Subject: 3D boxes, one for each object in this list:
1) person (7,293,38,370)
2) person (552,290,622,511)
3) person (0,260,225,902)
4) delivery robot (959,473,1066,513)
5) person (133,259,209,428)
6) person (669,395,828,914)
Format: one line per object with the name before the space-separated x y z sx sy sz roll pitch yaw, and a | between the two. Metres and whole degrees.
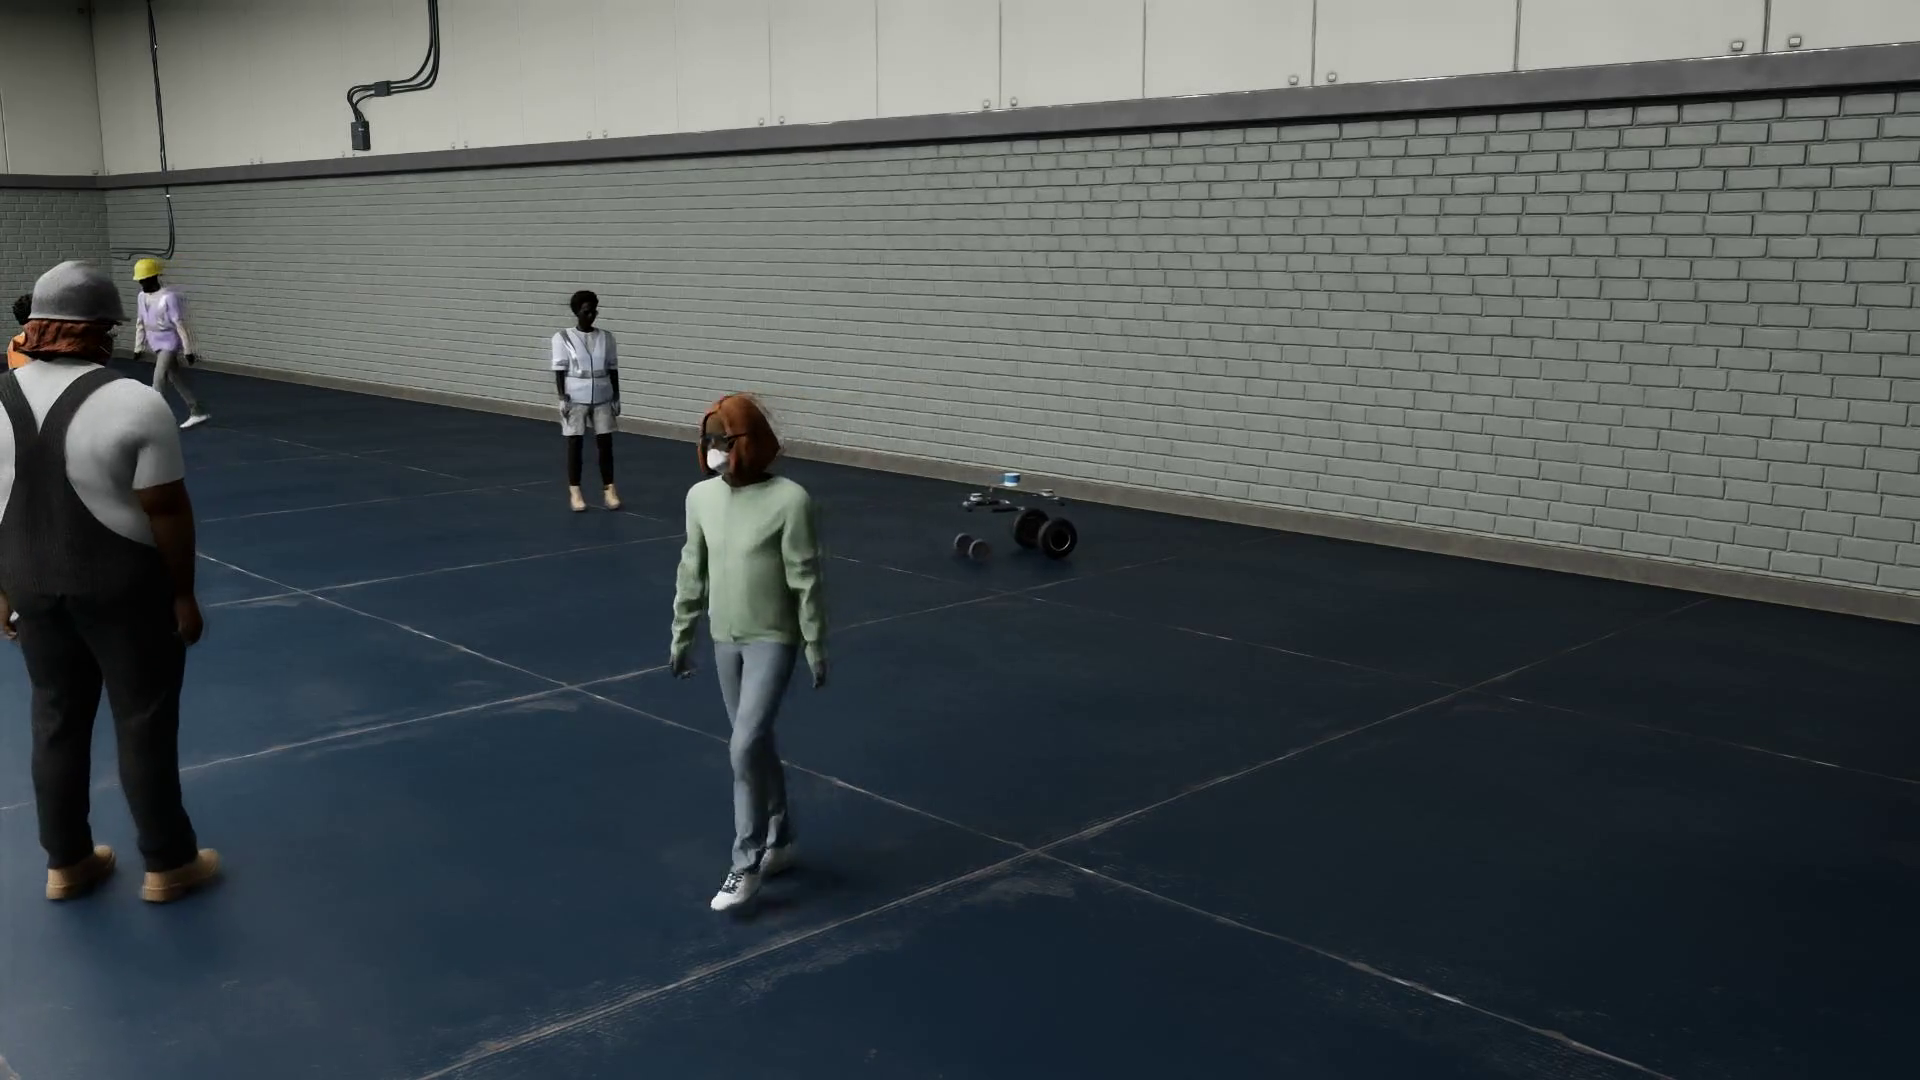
person | -6.620 -0.920 11.984 0.533 1.697 0.318 7 13 35
person | -2.867 -1.075 12.836 0.536 1.700 0.340 -6 12 -30
person | -2.735 0.150 5.323 0.688 2.000 0.536 1 10 5
delivery robot | 0.348 -0.328 11.020 0.698 0.223 0.335 -4 11 -22
person | -8.619 -2.100 17.994 0.637 1.857 1.032 6 12 31
person | -0.722 0.356 5.252 0.538 1.608 0.660 7 13 34
